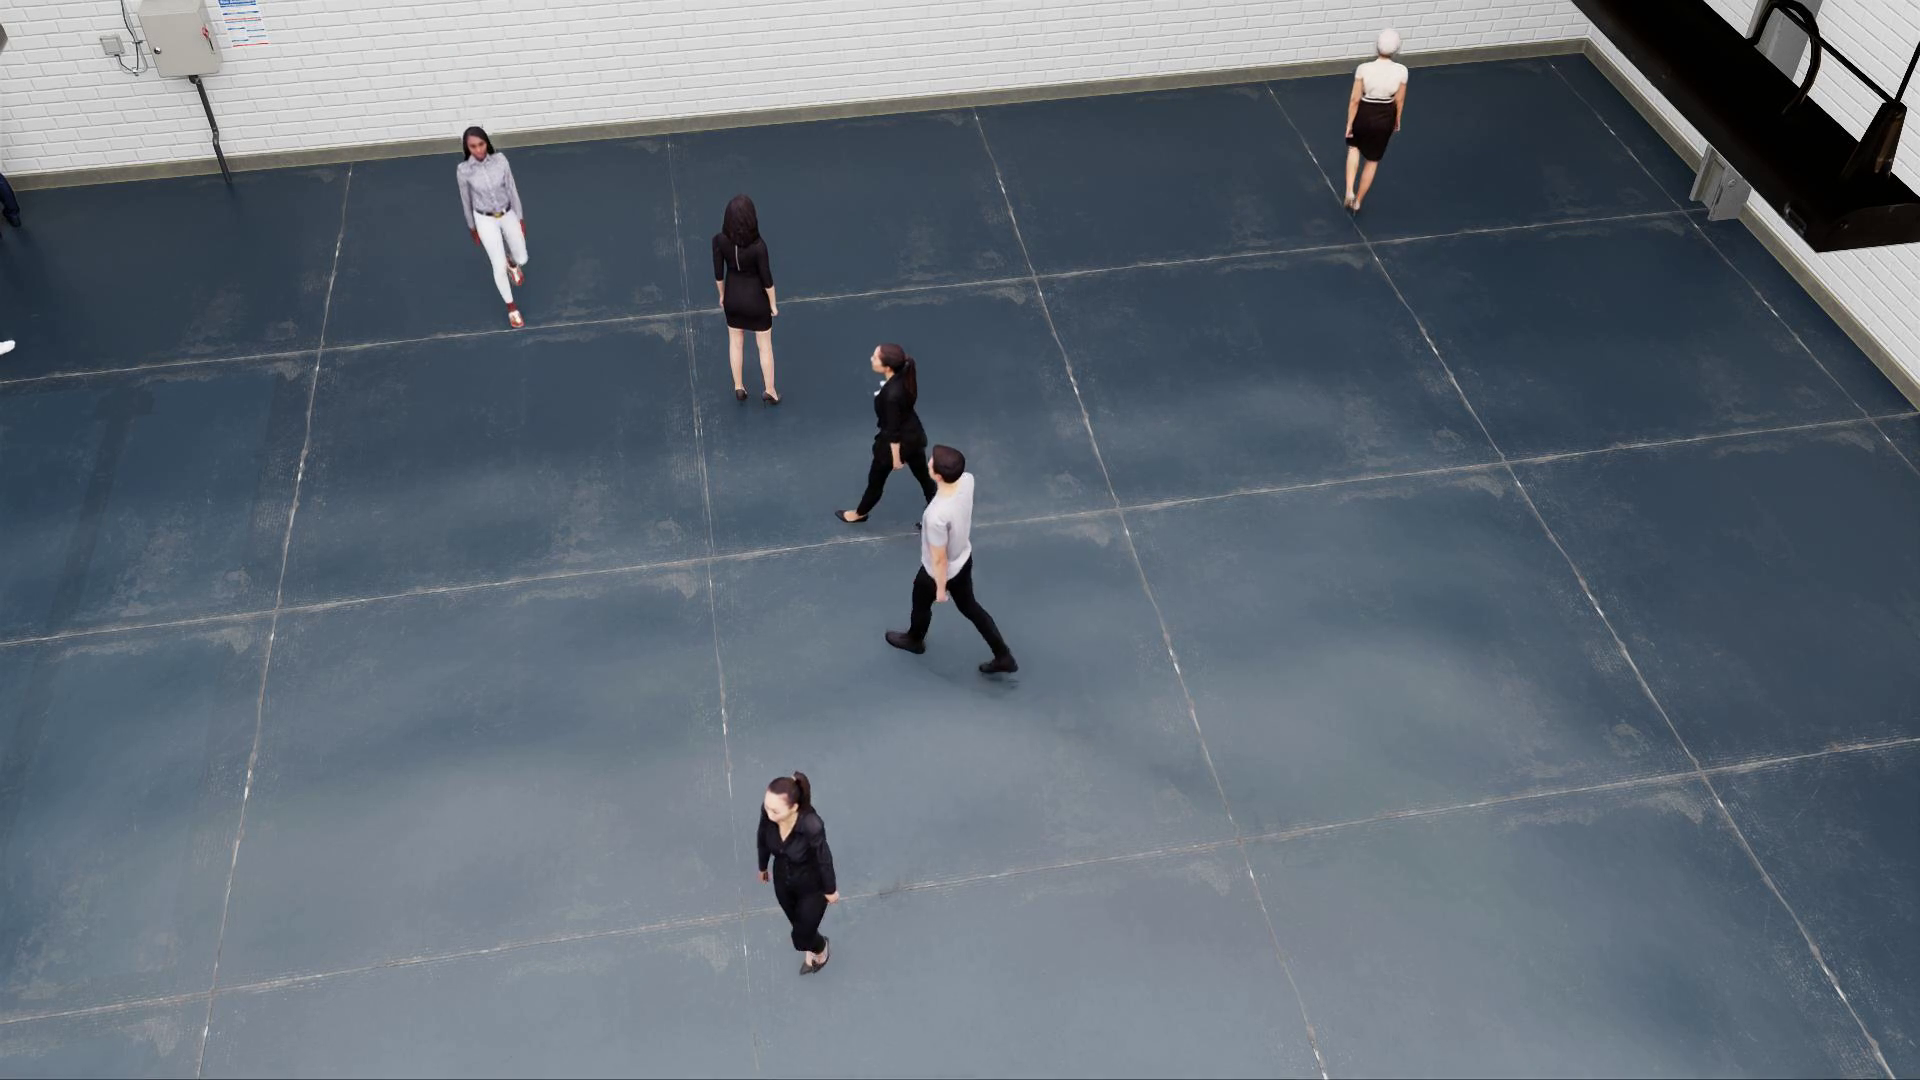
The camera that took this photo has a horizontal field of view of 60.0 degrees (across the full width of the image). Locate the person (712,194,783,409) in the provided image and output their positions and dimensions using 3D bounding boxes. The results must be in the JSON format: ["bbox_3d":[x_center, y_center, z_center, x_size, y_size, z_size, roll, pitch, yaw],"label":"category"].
[{"bbox_3d":[-1.604,-1.765,12.482,0.670,1.802,0.645,11,45,11],"label":"person"}]

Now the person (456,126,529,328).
[{"bbox_3d":[-3.738,-2.587,13.408,0.730,1.714,0.962,-16,46,-16],"label":"person"}]

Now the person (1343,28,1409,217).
[{"bbox_3d":[3.570,-3.557,14.405,0.744,1.743,0.777,10,44,10],"label":"person"}]

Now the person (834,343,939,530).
[{"bbox_3d":[-0.325,-0.646,11.437,0.971,1.623,1.053,14,45,14],"label":"person"}]

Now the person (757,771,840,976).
[{"bbox_3d":[-0.803,1.770,8.846,0.703,1.699,0.759,25,49,24],"label":"person"}]

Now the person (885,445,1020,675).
[{"bbox_3d":[0.009,0.182,10.419,1.237,1.828,1.219,22,48,22],"label":"person"}]
